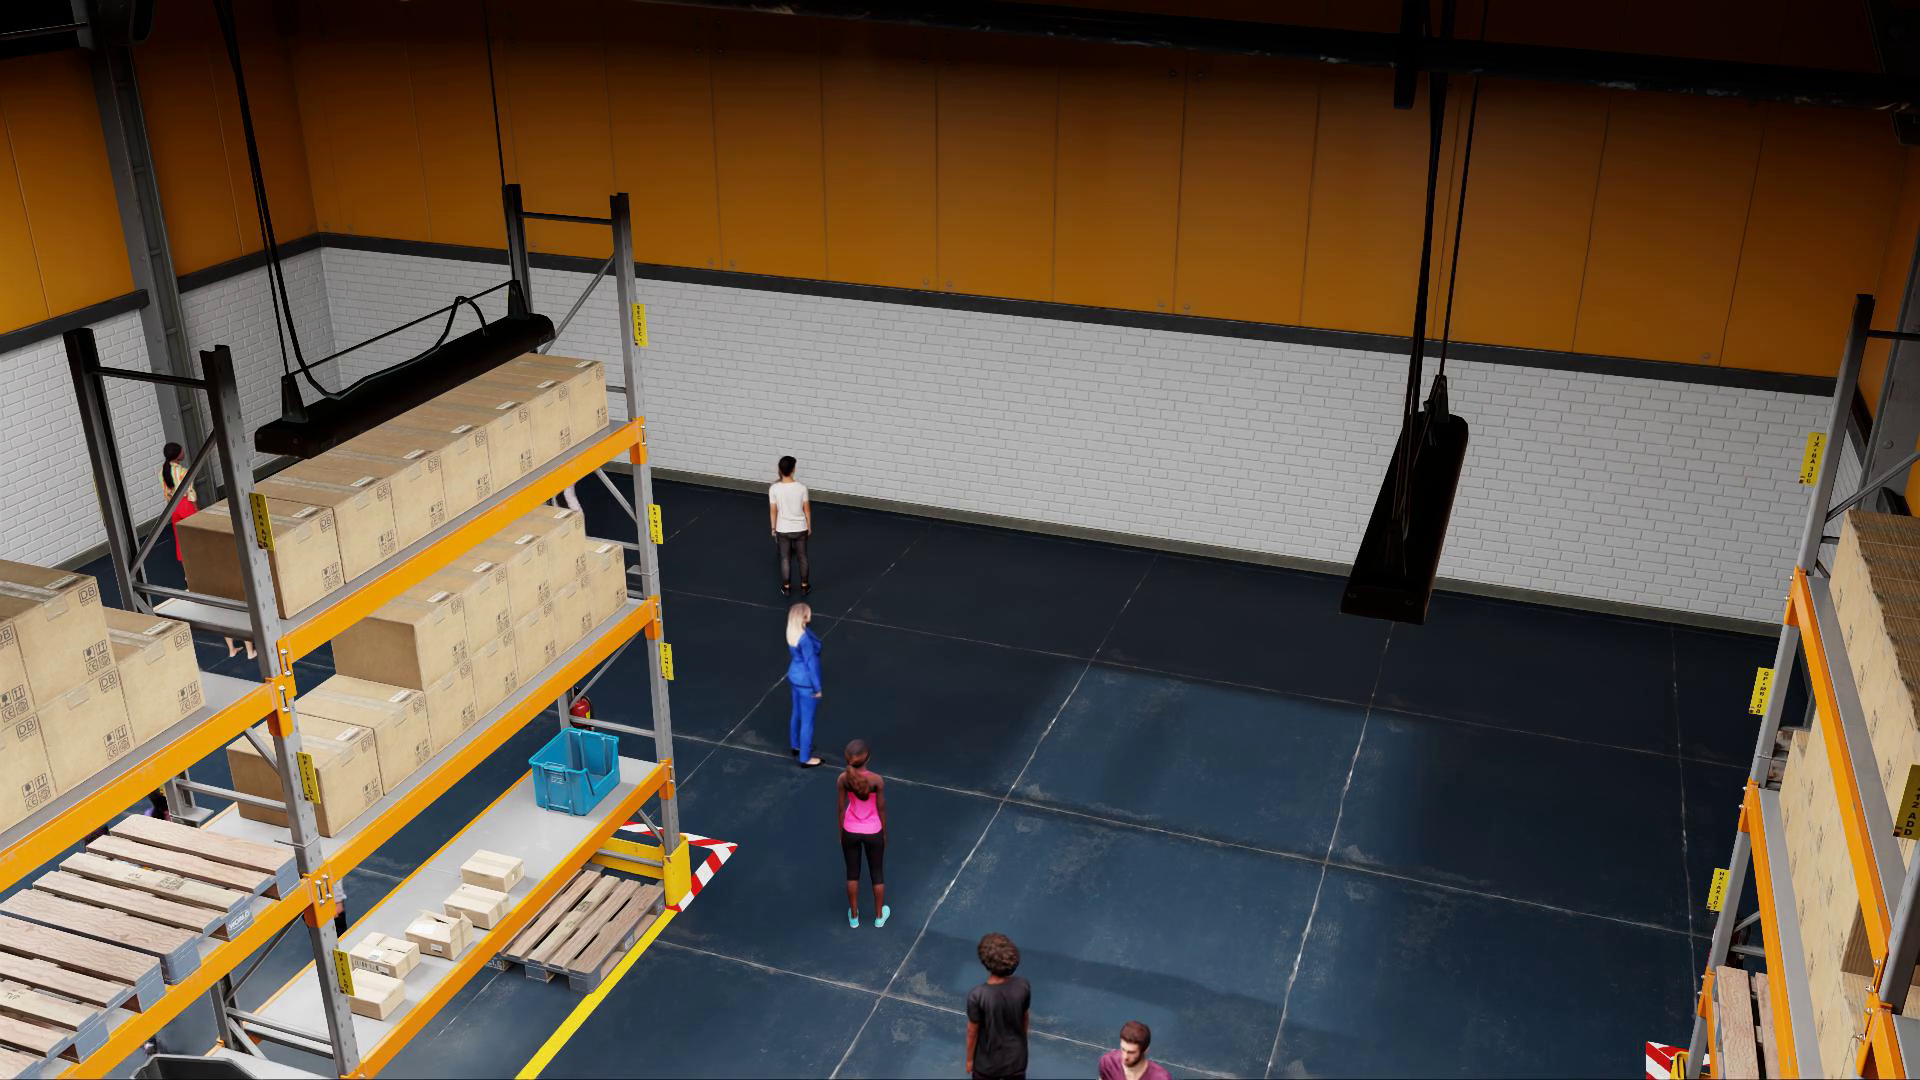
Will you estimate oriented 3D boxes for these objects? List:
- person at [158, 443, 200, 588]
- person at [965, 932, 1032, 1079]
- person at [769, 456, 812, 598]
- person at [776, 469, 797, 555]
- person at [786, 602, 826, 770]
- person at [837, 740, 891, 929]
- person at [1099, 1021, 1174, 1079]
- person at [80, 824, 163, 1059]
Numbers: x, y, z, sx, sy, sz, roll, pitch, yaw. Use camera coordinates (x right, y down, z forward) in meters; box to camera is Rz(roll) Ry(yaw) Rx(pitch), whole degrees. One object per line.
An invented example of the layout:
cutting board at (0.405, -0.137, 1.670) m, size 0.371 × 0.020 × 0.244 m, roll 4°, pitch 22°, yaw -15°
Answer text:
person at (-9.182, -0.297, 19.688) m, size 0.620 × 1.792 × 0.543 m, roll 6°, pitch 24°, yaw 14°
person at (0.267, 3.425, 11.190) m, size 0.707 × 1.779 × 0.761 m, roll -10°, pitch 25°, yaw -21°
person at (-1.976, -0.163, 19.473) m, size 0.701 × 1.718 × 0.682 m, roll -2°, pitch 24°, yaw -4°
person at (-2.181, -0.399, 20.666) m, size 0.535 × 1.194 × 0.558 m, roll 21°, pitch 31°, yaw 39°
person at (-1.519, 1.376, 15.977) m, size 0.756 × 1.698 × 0.702 m, roll -11°, pitch 26°, yaw -24°
person at (-0.799, 2.403, 13.594) m, size 0.615 × 1.725 × 0.618 m, roll 2°, pitch 24°, yaw 5°
person at (1.104, 3.734, 10.422) m, size 0.794 × 1.827 × 1.087 m, roll 13°, pitch 27°, yaw 27°
person at (-6.109, 2.955, 12.212) m, size 1.218 × 1.820 × 1.140 m, roll -17°, pitch 29°, yaw -33°
